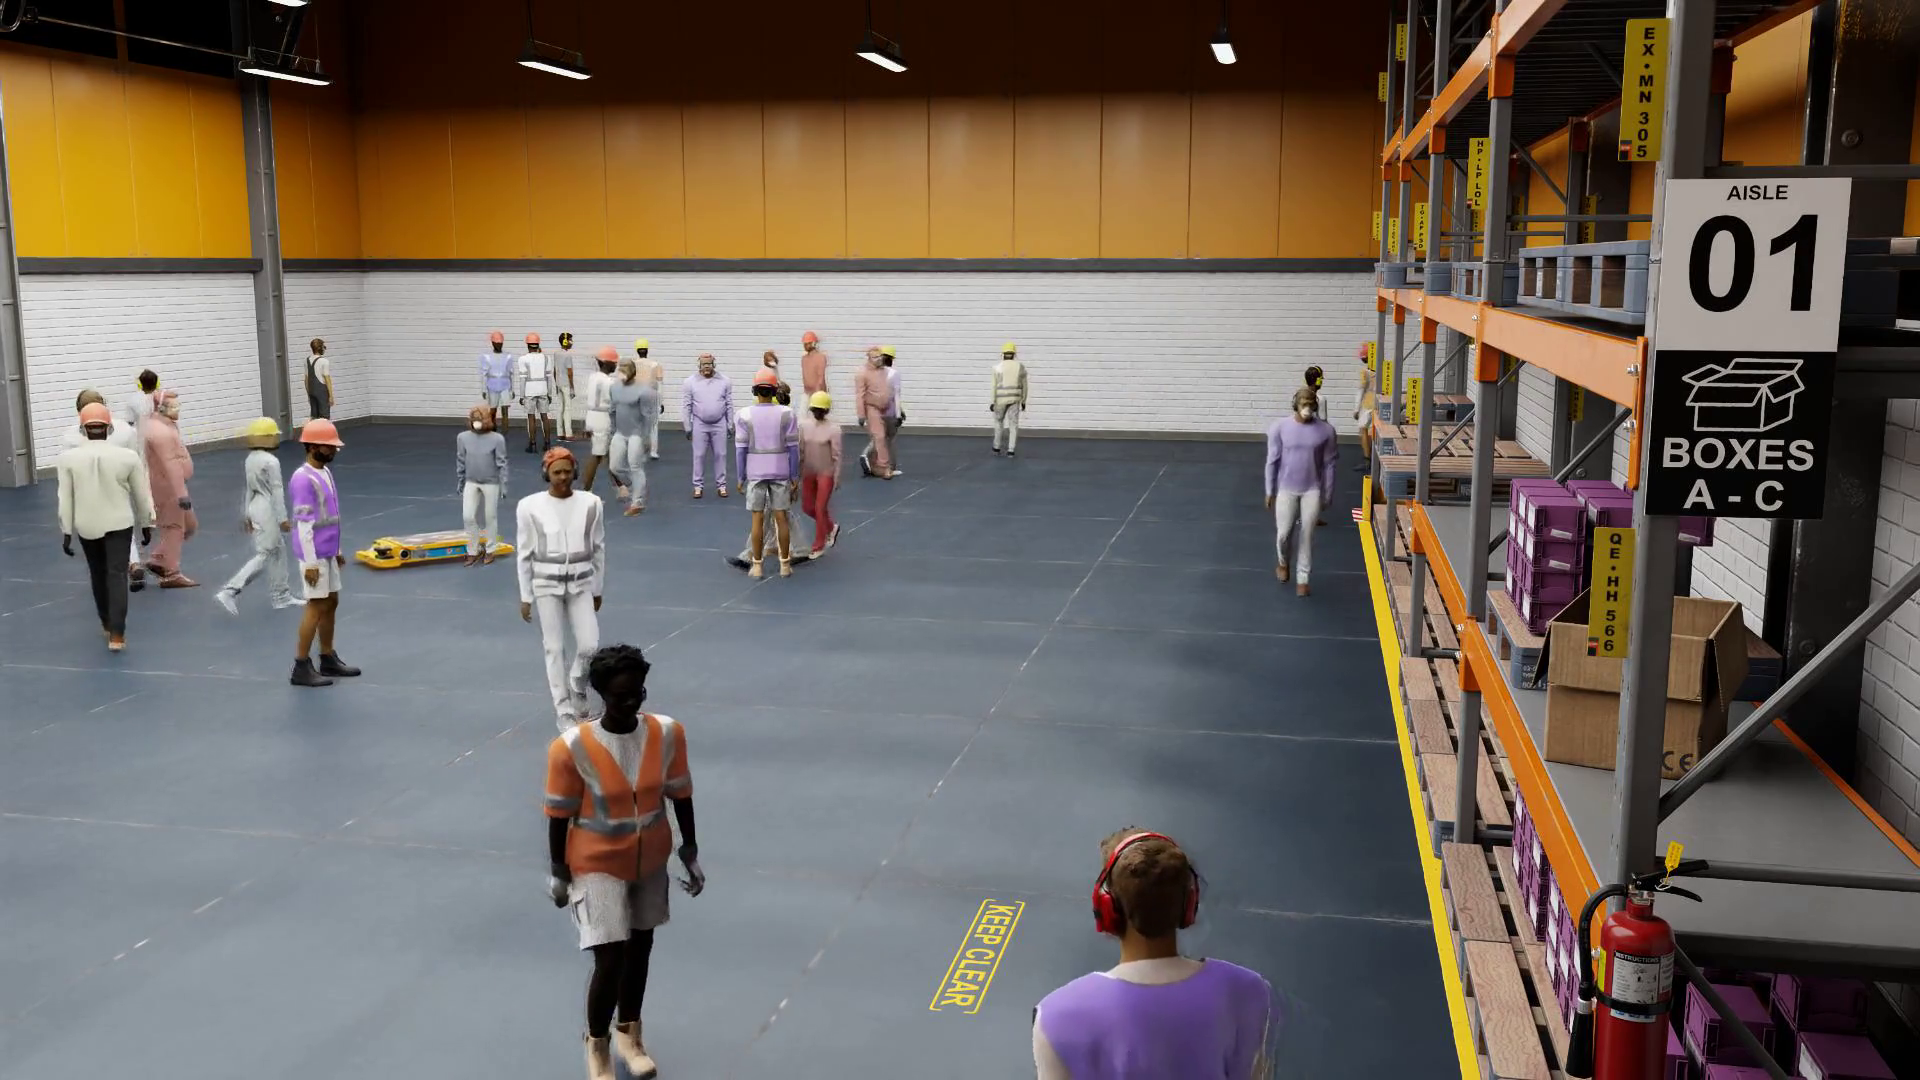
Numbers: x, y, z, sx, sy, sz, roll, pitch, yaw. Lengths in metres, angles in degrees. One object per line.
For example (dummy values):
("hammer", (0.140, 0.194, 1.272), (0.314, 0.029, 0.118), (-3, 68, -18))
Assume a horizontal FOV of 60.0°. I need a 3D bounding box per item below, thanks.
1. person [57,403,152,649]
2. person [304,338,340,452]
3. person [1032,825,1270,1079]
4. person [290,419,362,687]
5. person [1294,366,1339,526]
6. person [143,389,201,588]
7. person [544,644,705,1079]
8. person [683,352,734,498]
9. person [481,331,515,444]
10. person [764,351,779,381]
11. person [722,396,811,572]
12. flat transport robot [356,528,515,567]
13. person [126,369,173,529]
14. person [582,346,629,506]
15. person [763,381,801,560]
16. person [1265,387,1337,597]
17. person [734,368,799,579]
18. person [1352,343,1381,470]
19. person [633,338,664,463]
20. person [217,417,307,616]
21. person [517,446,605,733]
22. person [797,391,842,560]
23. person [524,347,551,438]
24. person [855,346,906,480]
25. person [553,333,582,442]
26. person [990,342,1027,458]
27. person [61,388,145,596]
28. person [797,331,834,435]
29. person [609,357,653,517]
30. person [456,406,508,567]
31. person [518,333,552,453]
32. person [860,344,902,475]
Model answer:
("person", (-6.798, -0.122, 13.255), (0.640, 1.944, 1.018), (-4, 10, -21))
("person", (-10.285, -2.311, 26.725), (0.505, 1.847, 0.348), (4, 10, 24))
("person", (0.390, 1.527, 3.744), (0.575, 1.794, 0.925), (-3, 10, -18))
("person", (-4.635, 0.085, 12.079), (0.445, 1.923, 0.571), (-1, 9, -5))
("person", (4.105, -1.084, 19.286), (0.384, 1.866, 0.524), (-5, 11, -28))
("person", (-7.353, -0.470, 15.531), (0.424, 1.885, 0.655), (-4, 10, -24))
("person", (-1.217, 1.198, 6.069), (0.548, 1.680, 0.480), (-7, 12, -38))
("person", (-3.263, -1.488, 21.620), (0.660, 1.899, 0.398), (-2, 10, -14))
("person", (-7.850, -2.602, 28.273), (0.557, 1.920, 0.768), (-3, 10, -19))
("person", (-3.120, -2.357, 27.755), (0.319, 1.596, 0.603), (3, 10, 19))
("person", (-1.901, -0.578, 16.474), (0.942, 1.777, 0.606), (-3, 10, -19))
("flat transport robot", (-5.390, 0.069, 17.120), (1.431, 0.197, 0.652), (-7, 12, -38))
("person", (-9.348, -1.058, 19.252), (0.550, 1.830, 0.889), (-4, 10, -25))
("person", (-4.382, -1.425, 20.909), (0.998, 1.993, 0.611), (-6, 11, -31))
("person", (-1.856, -0.716, 17.127), (0.429, 1.843, 0.628), (-7, 12, -36))
("person", (3.127, -0.453, 15.292), (0.650, 1.926, 0.505), (1, 9, 4))
("person", (-1.861, -0.637, 16.043), (0.606, 2.044, 0.373), (-2, 10, -10))
("person", (6.078, -1.954, 24.475), (0.660, 1.887, 0.400), (-3, 10, -18))
("person", (-4.858, -2.156, 25.630), (0.609, 1.893, 0.787), (-1, 9, -5))
("person", (-6.106, -0.203, 14.419), (0.765, 1.717, 0.489), (-9, 13, -42))
("person", (-2.569, 0.326, 10.760), (0.580, 1.868, 0.448), (-4, 10, -24))
("person", (-1.425, -0.685, 17.194), (0.547, 1.748, 0.543), (5, 11, 30))
("person", (-7.394, -2.588, 29.038), (0.517, 1.635, 0.314), (-5, 10, -26))
("person", (-1.150, -1.802, 23.576), (0.645, 1.872, 0.709), (7, 12, 38))
("person", (-6.760, -2.613, 28.493), (0.514, 1.864, 0.332), (9, 13, 43))
("person", (0.740, -2.217, 26.286), (0.629, 1.798, 0.824), (-2, 10, -11))
("person", (-7.687, -0.404, 14.992), (0.586, 1.924, 0.653), (8, 12, 41))
("person", (-2.370, -2.425, 27.109), (0.607, 1.952, 1.018), (8, 12, 40))
("person", (-3.971, -1.233, 19.983), (0.664, 1.924, 0.429), (5, 11, 28))
("person", (-4.819, -0.538, 16.702), (0.535, 1.610, 0.595), (0, 9, -1))
("person", (-6.850, -2.368, 26.795), (0.551, 1.934, 0.373), (-7, 12, -35))
("person", (-1.119, -1.838, 23.733), (0.603, 1.901, 0.675), (6, 11, 33))
